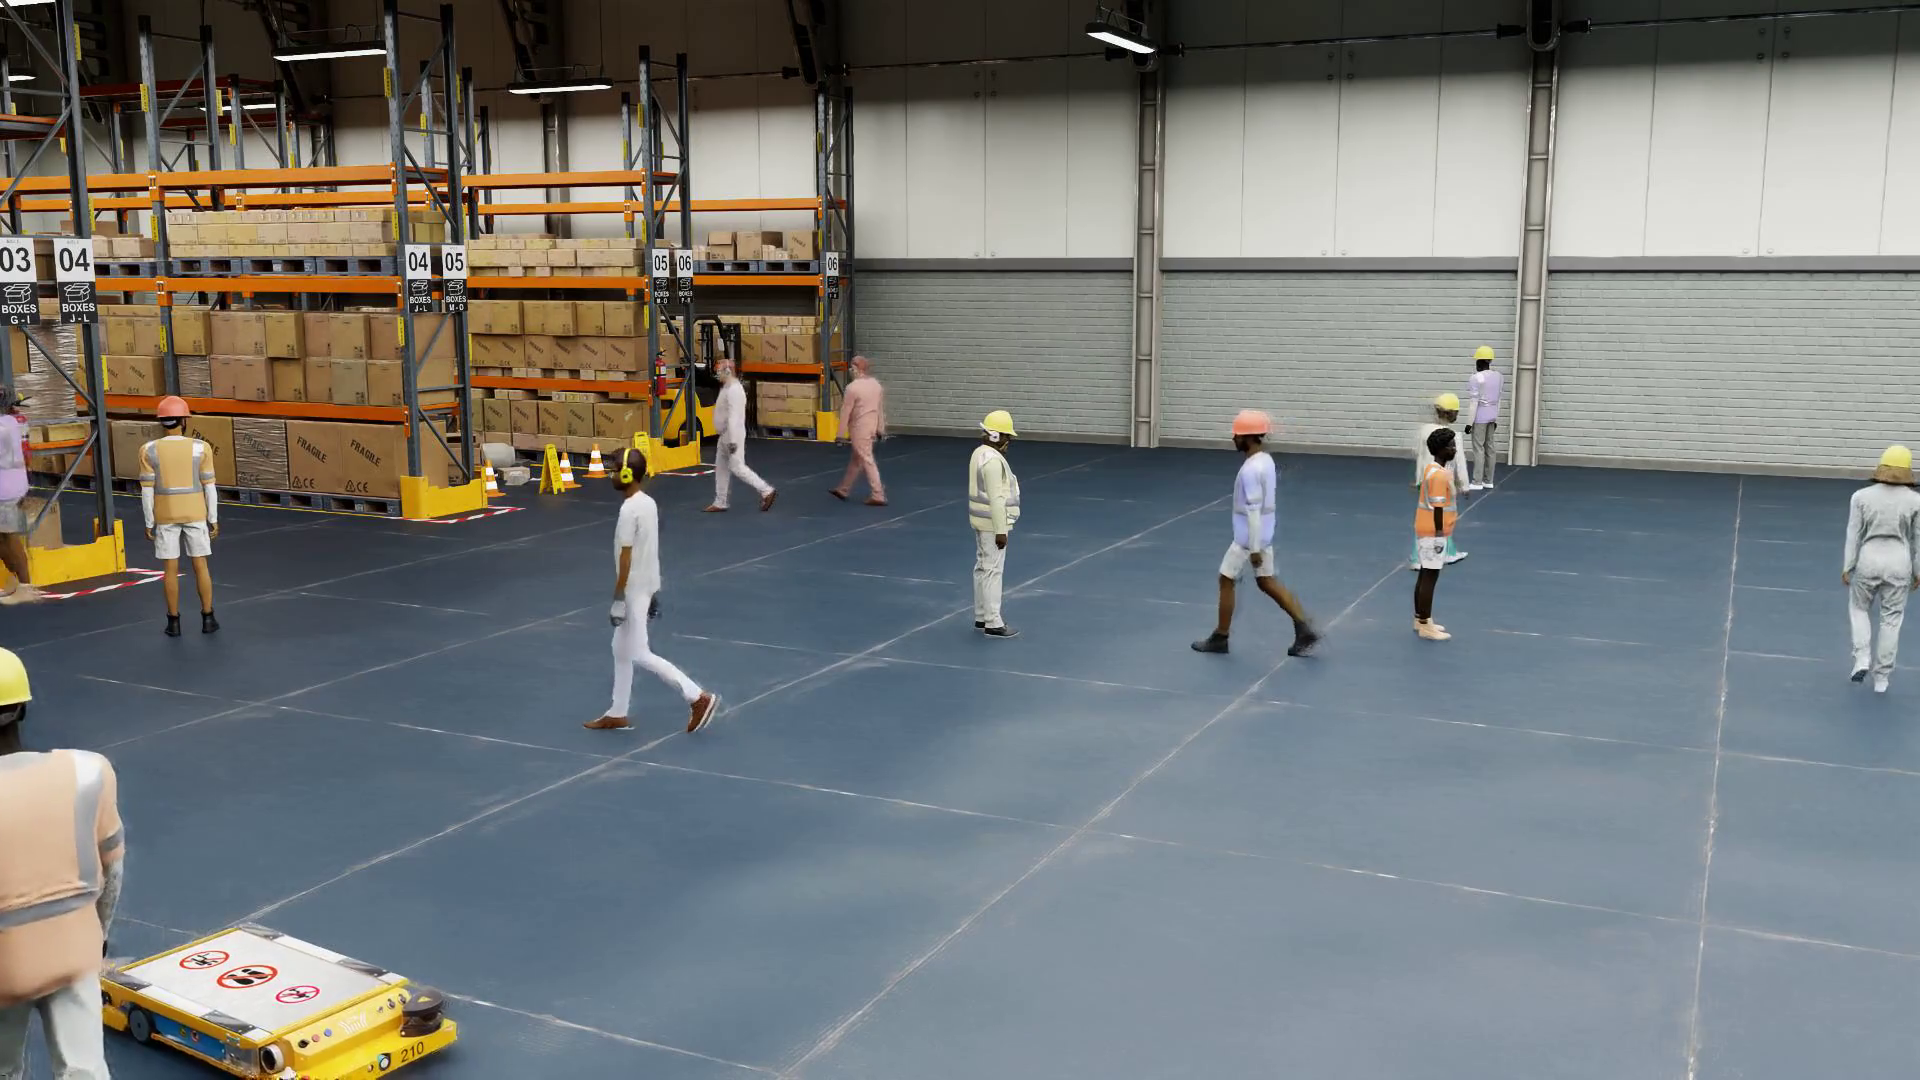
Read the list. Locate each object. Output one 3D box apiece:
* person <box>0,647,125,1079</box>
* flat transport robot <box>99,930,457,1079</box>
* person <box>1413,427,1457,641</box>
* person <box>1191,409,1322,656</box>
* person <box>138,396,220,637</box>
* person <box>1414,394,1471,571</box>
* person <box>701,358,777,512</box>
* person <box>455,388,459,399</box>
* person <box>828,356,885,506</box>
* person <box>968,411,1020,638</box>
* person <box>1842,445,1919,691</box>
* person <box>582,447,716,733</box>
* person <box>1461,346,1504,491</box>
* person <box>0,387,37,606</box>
[{"bbox_3d":[-2.701,1.239,4.839,0.595,1.889,0.973,-8,13,-42],"label":"person"},{"bbox_3d":[-2.675,1.783,6.391,1.431,0.197,0.652,6,11,33],"label":"flat transport robot"},{"bbox_3d":[3.797,-0.054,13.291,0.321,1.696,0.536,2,9,10],"label":"person"},{"bbox_3d":[2.282,-0.044,12.627,0.930,1.904,0.546,5,10,27],"label":"person"},{"bbox_3d":[-6.283,-0.191,13.407,0.551,1.933,0.366,-4,10,-25],"label":"person"},{"bbox_3d":[4.792,-0.561,16.276,0.829,1.727,0.555,-4,10,-22],"label":"person"},{"bbox_3d":[-2.690,-1.256,20.115,0.833,1.886,0.661,-3,10,-16],"label":"person"},{"bbox_3d":[-8.501,-2.659,28.215,0.849,2.000,0.694,5,11,30],"label":"person"},{"bbox_3d":[-1.306,-1.365,20.835,0.980,1.851,0.674,6,11,31],"label":"person"},{"bbox_3d":[0.277,-0.127,13.363,0.403,1.822,0.588,-2,10,-13],"label":"person"},{"bbox_3d":[6.487,0.195,11.672,0.504,1.727,0.395,5,10,28],"label":"person"},{"bbox_3d":[-1.983,0.330,10.513,0.820,1.849,0.519,0,9,1],"label":"person"},{"bbox_3d":[6.968,-1.621,22.189,0.588,1.930,0.364,-6,11,-34],"label":"person"},{"bbox_3d":[-8.380,-0.406,14.495,0.527,2.006,0.632,-2,10,-15],"label":"person"}]
